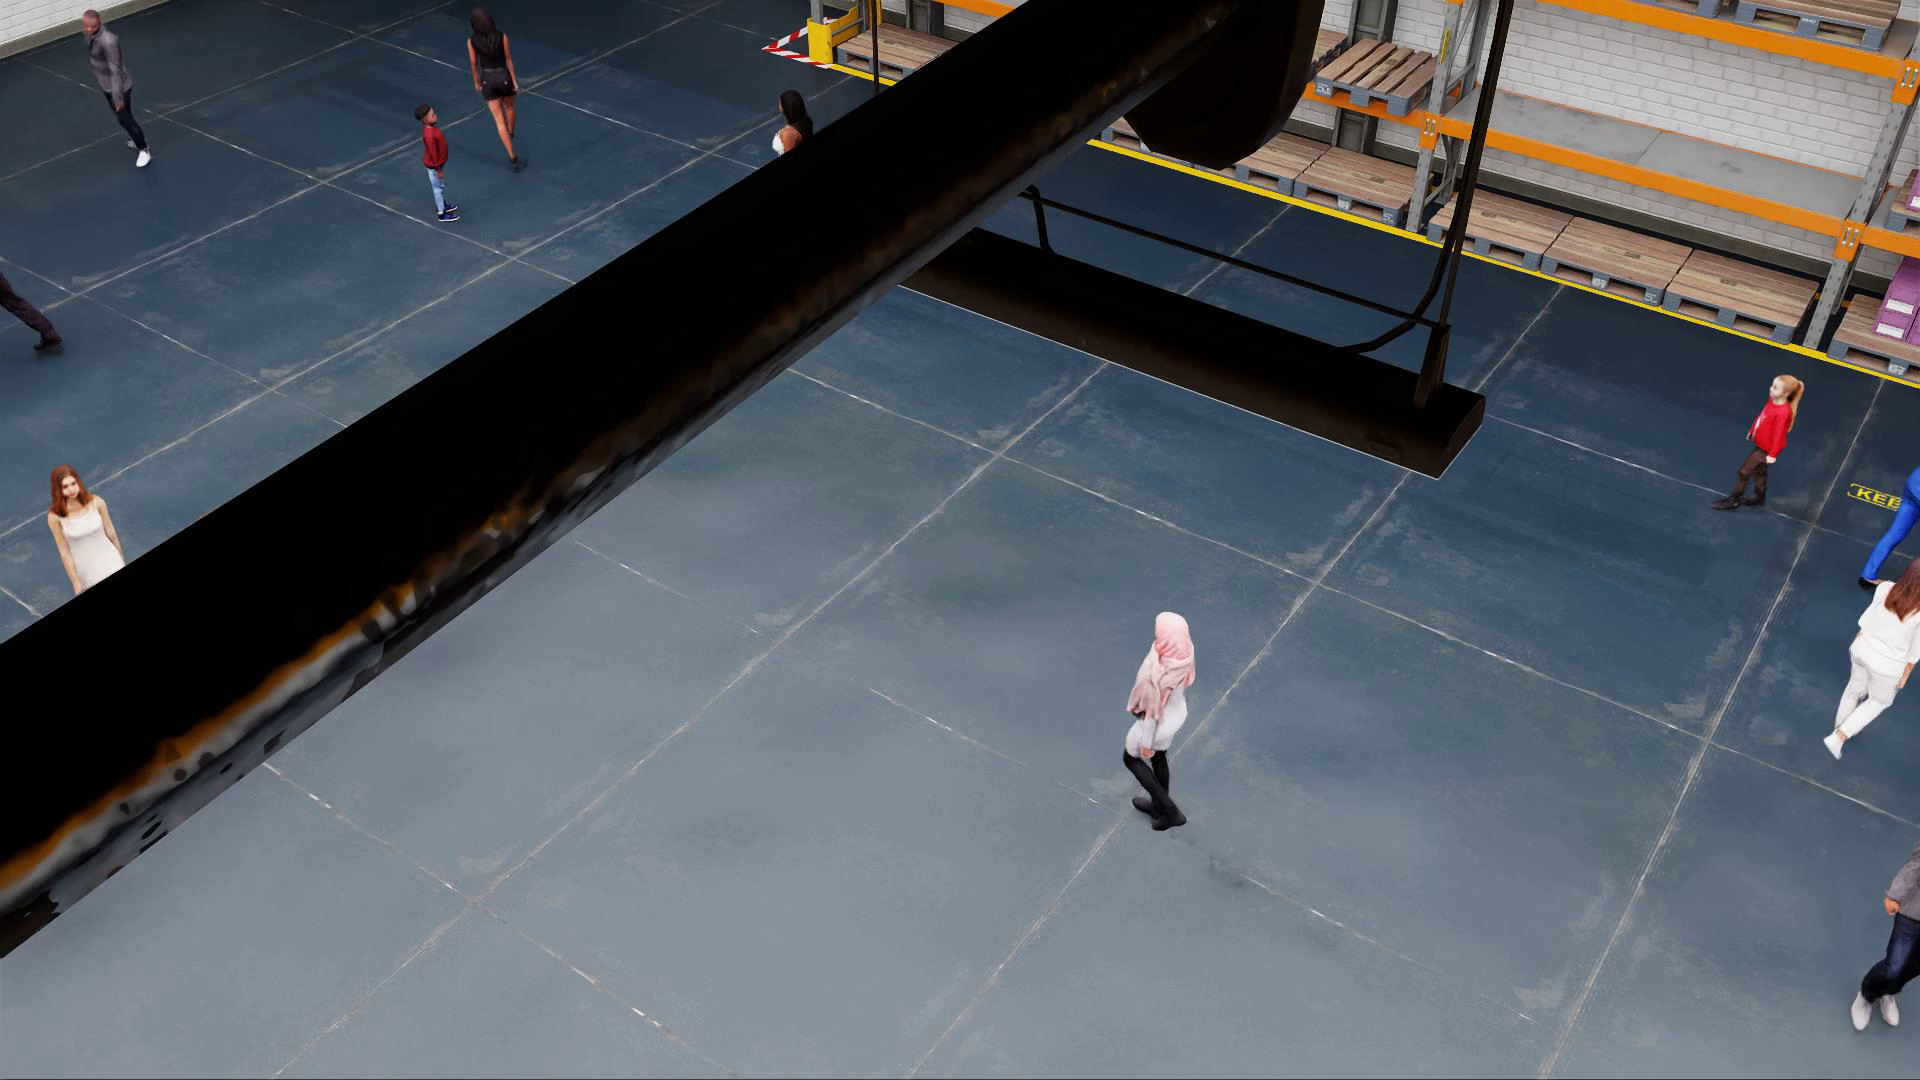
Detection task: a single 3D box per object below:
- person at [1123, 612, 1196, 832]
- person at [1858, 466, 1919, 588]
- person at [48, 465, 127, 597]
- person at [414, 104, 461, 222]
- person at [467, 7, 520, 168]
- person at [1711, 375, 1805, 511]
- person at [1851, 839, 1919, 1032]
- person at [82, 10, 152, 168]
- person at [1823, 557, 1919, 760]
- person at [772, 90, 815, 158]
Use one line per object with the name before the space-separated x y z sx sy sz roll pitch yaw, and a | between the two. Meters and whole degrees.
person | 1.341 1.197 10.498 0.748 1.793 0.666 29 47 32
person | 7.160 -0.302 12.478 1.065 1.664 0.993 -3 39 -3
person | -6.203 0.150 11.896 0.847 1.683 1.149 -21 43 -25
person | -5.493 -3.948 17.371 0.636 1.255 0.568 -9 40 -11
person | -5.070 -4.921 18.246 1.062 1.684 1.252 -11 40 -14
person | 6.543 -0.760 13.368 0.756 1.269 0.660 6 39 7
person | 5.503 2.033 9.402 0.748 1.854 0.869 9 39 11
person | -9.260 -5.010 18.277 0.990 1.784 0.637 -22 43 -25
person | 6.093 0.810 11.076 0.843 1.676 0.851 -22 44 -25
person | -1.538 -3.576 16.481 1.138 1.784 0.809 13 40 16
